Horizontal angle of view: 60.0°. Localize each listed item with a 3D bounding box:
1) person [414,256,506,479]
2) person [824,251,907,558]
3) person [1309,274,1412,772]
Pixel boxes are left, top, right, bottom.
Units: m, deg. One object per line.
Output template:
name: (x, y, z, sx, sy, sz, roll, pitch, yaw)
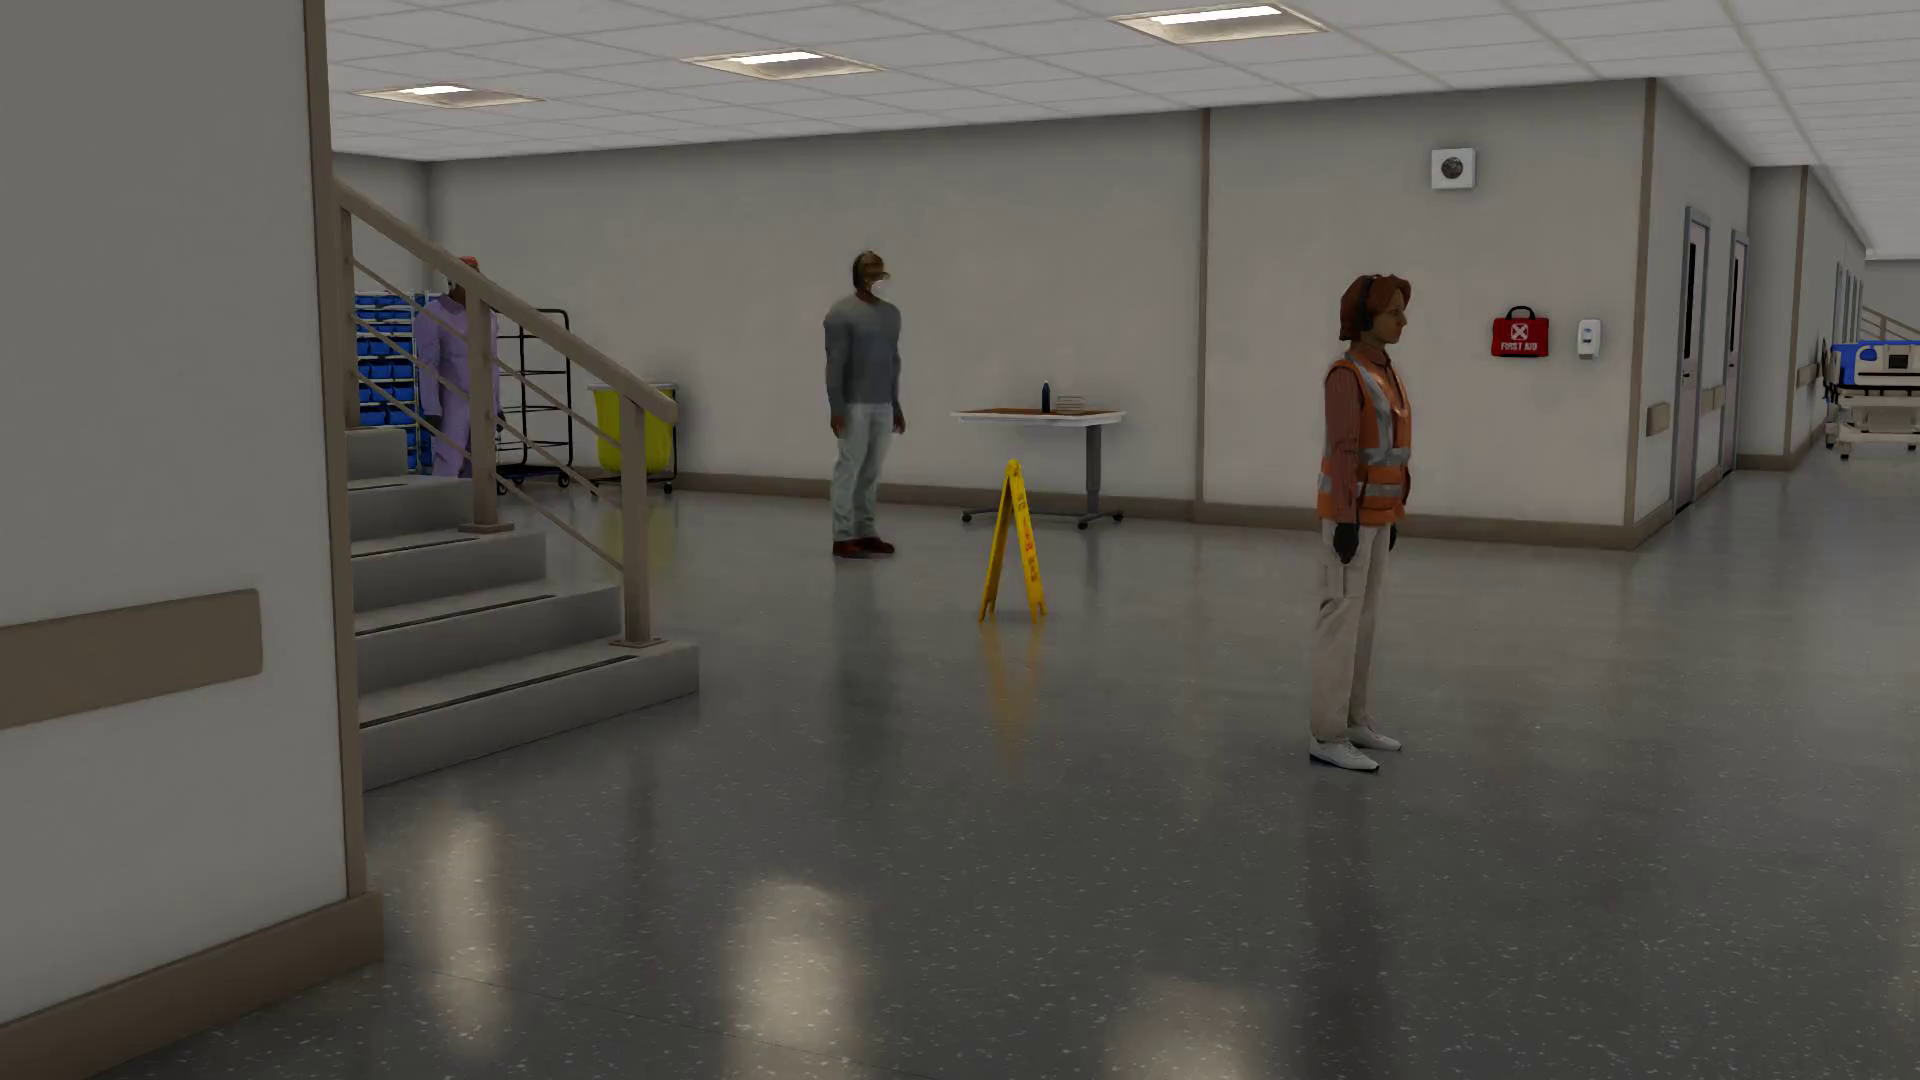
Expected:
person: (-3.148, -0.850, 10.619, 0.403, 1.904, 0.651, 4, 9, 29)
person: (-0.602, -0.845, 10.530, 0.410, 1.926, 0.661, 6, 9, 38)
person: (1.348, -0.064, 5.580, 0.310, 1.638, 0.522, 4, 9, 29)
